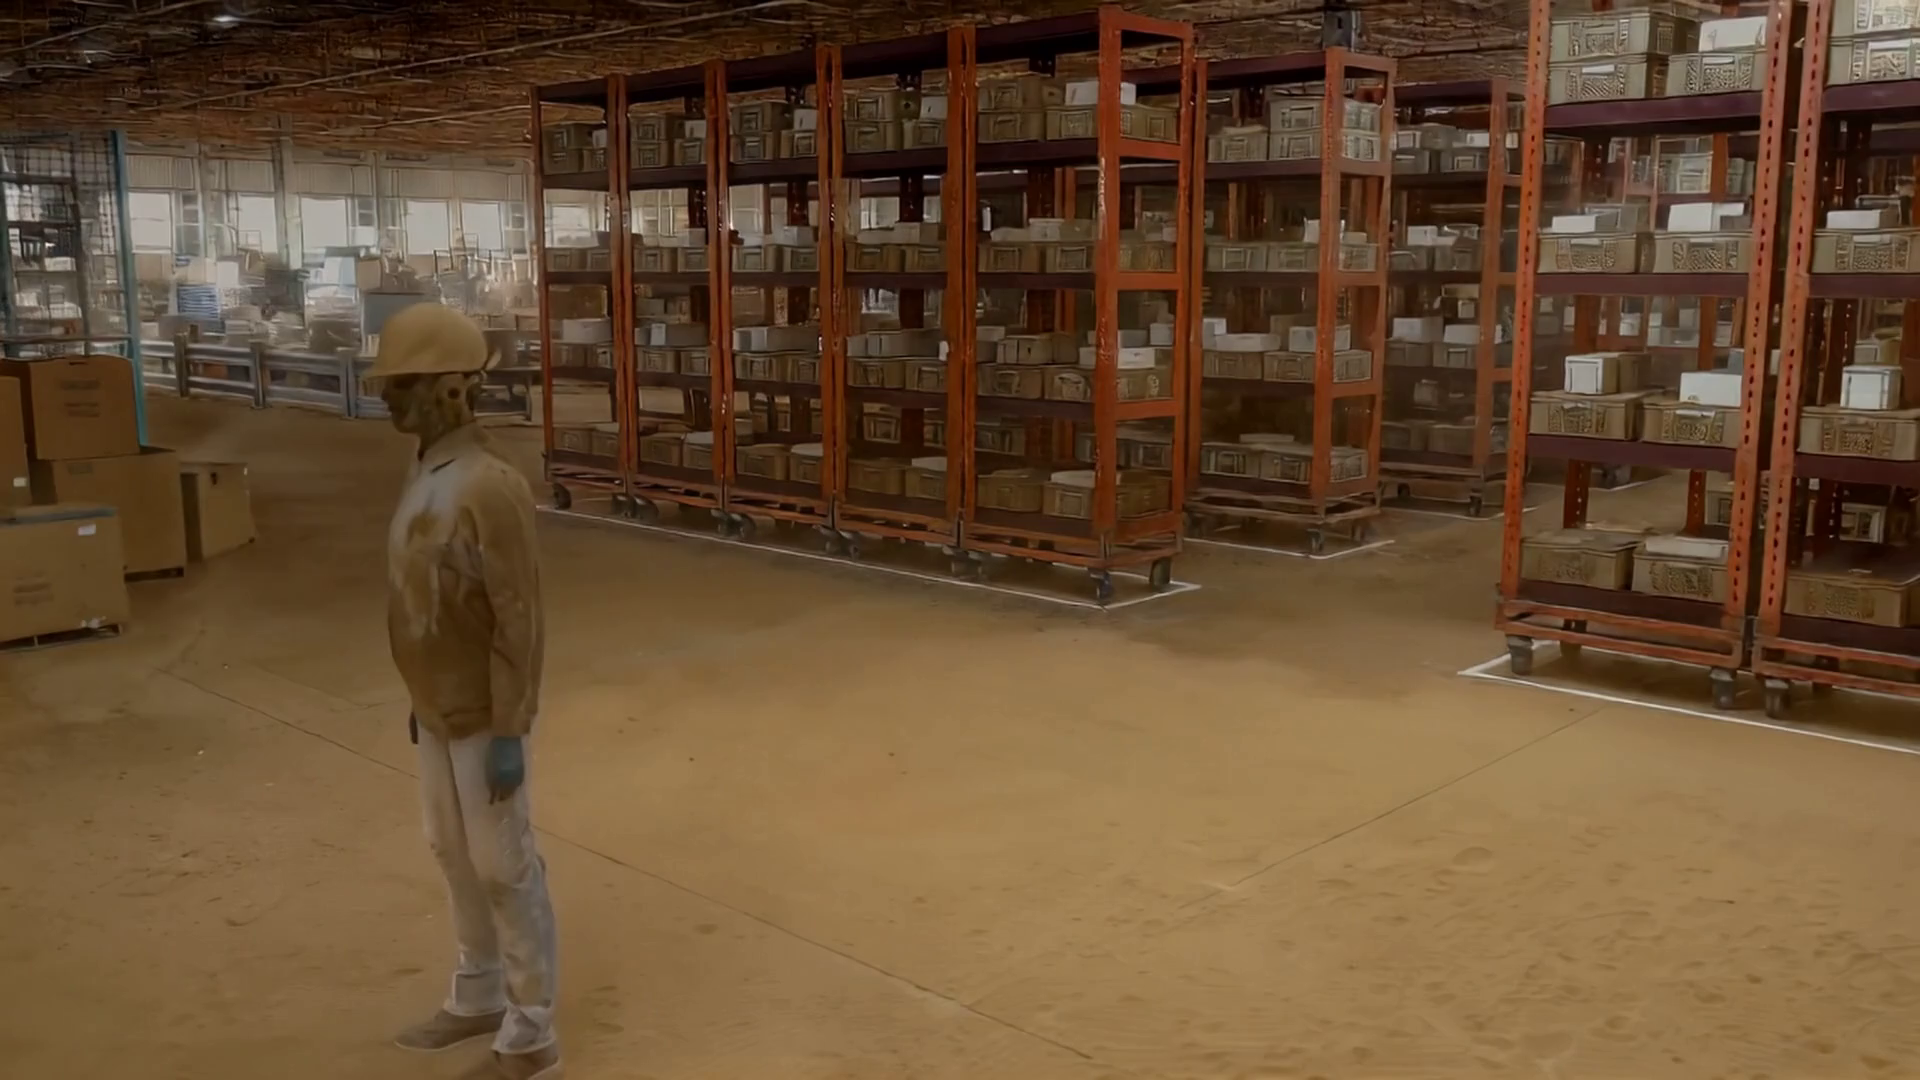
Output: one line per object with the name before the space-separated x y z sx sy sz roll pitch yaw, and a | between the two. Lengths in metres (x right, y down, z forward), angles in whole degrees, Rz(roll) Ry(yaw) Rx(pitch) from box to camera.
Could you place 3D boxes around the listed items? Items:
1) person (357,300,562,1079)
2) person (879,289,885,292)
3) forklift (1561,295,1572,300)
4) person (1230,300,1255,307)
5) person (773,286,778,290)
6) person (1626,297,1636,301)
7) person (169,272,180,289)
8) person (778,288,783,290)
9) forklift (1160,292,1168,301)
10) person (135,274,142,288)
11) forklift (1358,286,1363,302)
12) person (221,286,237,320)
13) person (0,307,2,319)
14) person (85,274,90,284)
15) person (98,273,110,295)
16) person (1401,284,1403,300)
person | -1.246 0.408 4.148 0.396 1.993 0.617 -7 12 -37
person | -3.359 -10.435 70.887 0.662 1.915 0.554 4 10 26
forklift | 16.542 -6.663 44.795 1.873 2.768 1.129 9 13 43
person | 6.634 -5.234 39.082 0.614 1.898 1.034 6 11 31
person | -8.237 -10.818 74.030 0.897 1.651 0.540 -4 10 -22
person | 12.000 -3.681 29.667 1.005 1.861 0.662 0 9 2
person | -38.369 -12.156 81.180 0.611 1.995 0.375 3 10 17
person | -8.637 -11.736 78.918 0.583 1.892 0.619 -2 10 -15
forklift | 7.929 -9.554 62.520 1.873 2.768 1.129 9 13 43
person | -26.945 -7.776 54.190 0.674 2.000 0.537 9 13 44
forklift | 11.100 -7.017 46.970 1.873 2.768 1.129 9 13 43
person | -16.541 -4.990 37.635 0.311 1.869 0.532 3 10 15
person | -25.753 -6.065 44.603 0.687 1.751 0.533 -6 11 -33
person | -41.157 -11.620 78.368 0.429 1.841 0.634 -1 9 -6
person | -29.324 -8.175 56.992 0.448 1.922 0.658 -4 10 -22
person | 12.888 -6.667 48.485 0.541 1.685 0.512 -9 13 -43
